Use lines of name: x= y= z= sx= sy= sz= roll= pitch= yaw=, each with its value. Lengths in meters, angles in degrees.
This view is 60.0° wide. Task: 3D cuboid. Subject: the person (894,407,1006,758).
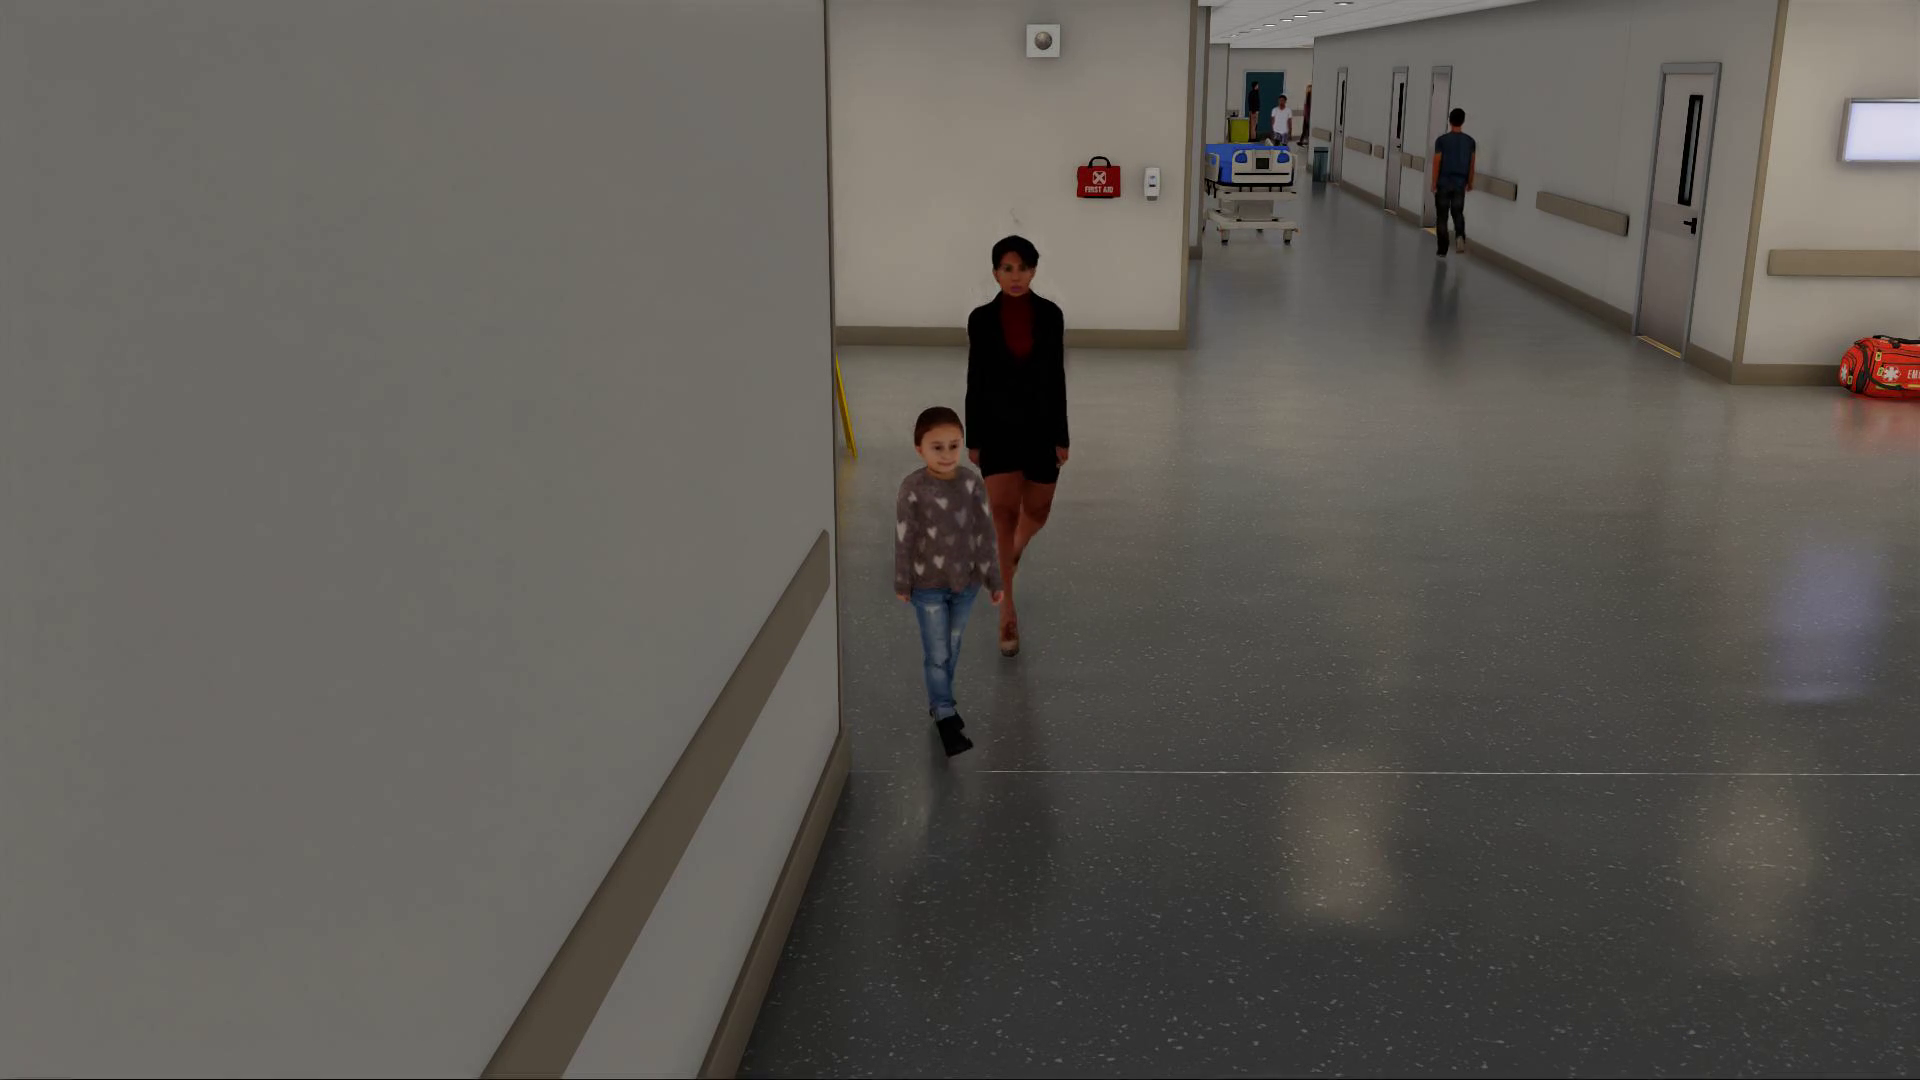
person: x=-0.064 y=0.125 z=5.669 sx=0.811 sy=1.163 sz=0.738 roll=-5 pitch=17 yaw=-18

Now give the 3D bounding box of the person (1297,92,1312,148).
person: x=10.565 y=-12.552 z=49.796 sx=1.056 sy=1.618 sz=1.025 roll=-9 pitch=18 yaw=-29

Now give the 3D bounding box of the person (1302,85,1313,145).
person: x=11.107 y=-13.529 z=52.877 sx=0.653 sy=1.826 sz=0.673 roll=8 pitch=18 yaw=26

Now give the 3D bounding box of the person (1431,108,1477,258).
person: x=6.032 y=-4.342 z=20.348 sx=0.806 sy=1.795 sz=0.727 roll=1 pitch=16 yaw=3

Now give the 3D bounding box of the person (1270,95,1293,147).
person: x=7.416 y=-9.373 z=38.400 sx=1.094 sy=1.682 sz=0.875 roll=5 pitch=16 yaw=17

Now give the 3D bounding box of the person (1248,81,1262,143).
person: x=9.655 y=-14.080 z=54.648 sx=0.731 sy=1.925 sz=0.779 roll=-4 pitch=16 yaw=-15

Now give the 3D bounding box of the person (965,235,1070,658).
person: x=0.225 y=-0.380 z=6.635 sx=0.985 sy=1.610 sz=0.757 roll=-2 pitch=16 yaw=-6
